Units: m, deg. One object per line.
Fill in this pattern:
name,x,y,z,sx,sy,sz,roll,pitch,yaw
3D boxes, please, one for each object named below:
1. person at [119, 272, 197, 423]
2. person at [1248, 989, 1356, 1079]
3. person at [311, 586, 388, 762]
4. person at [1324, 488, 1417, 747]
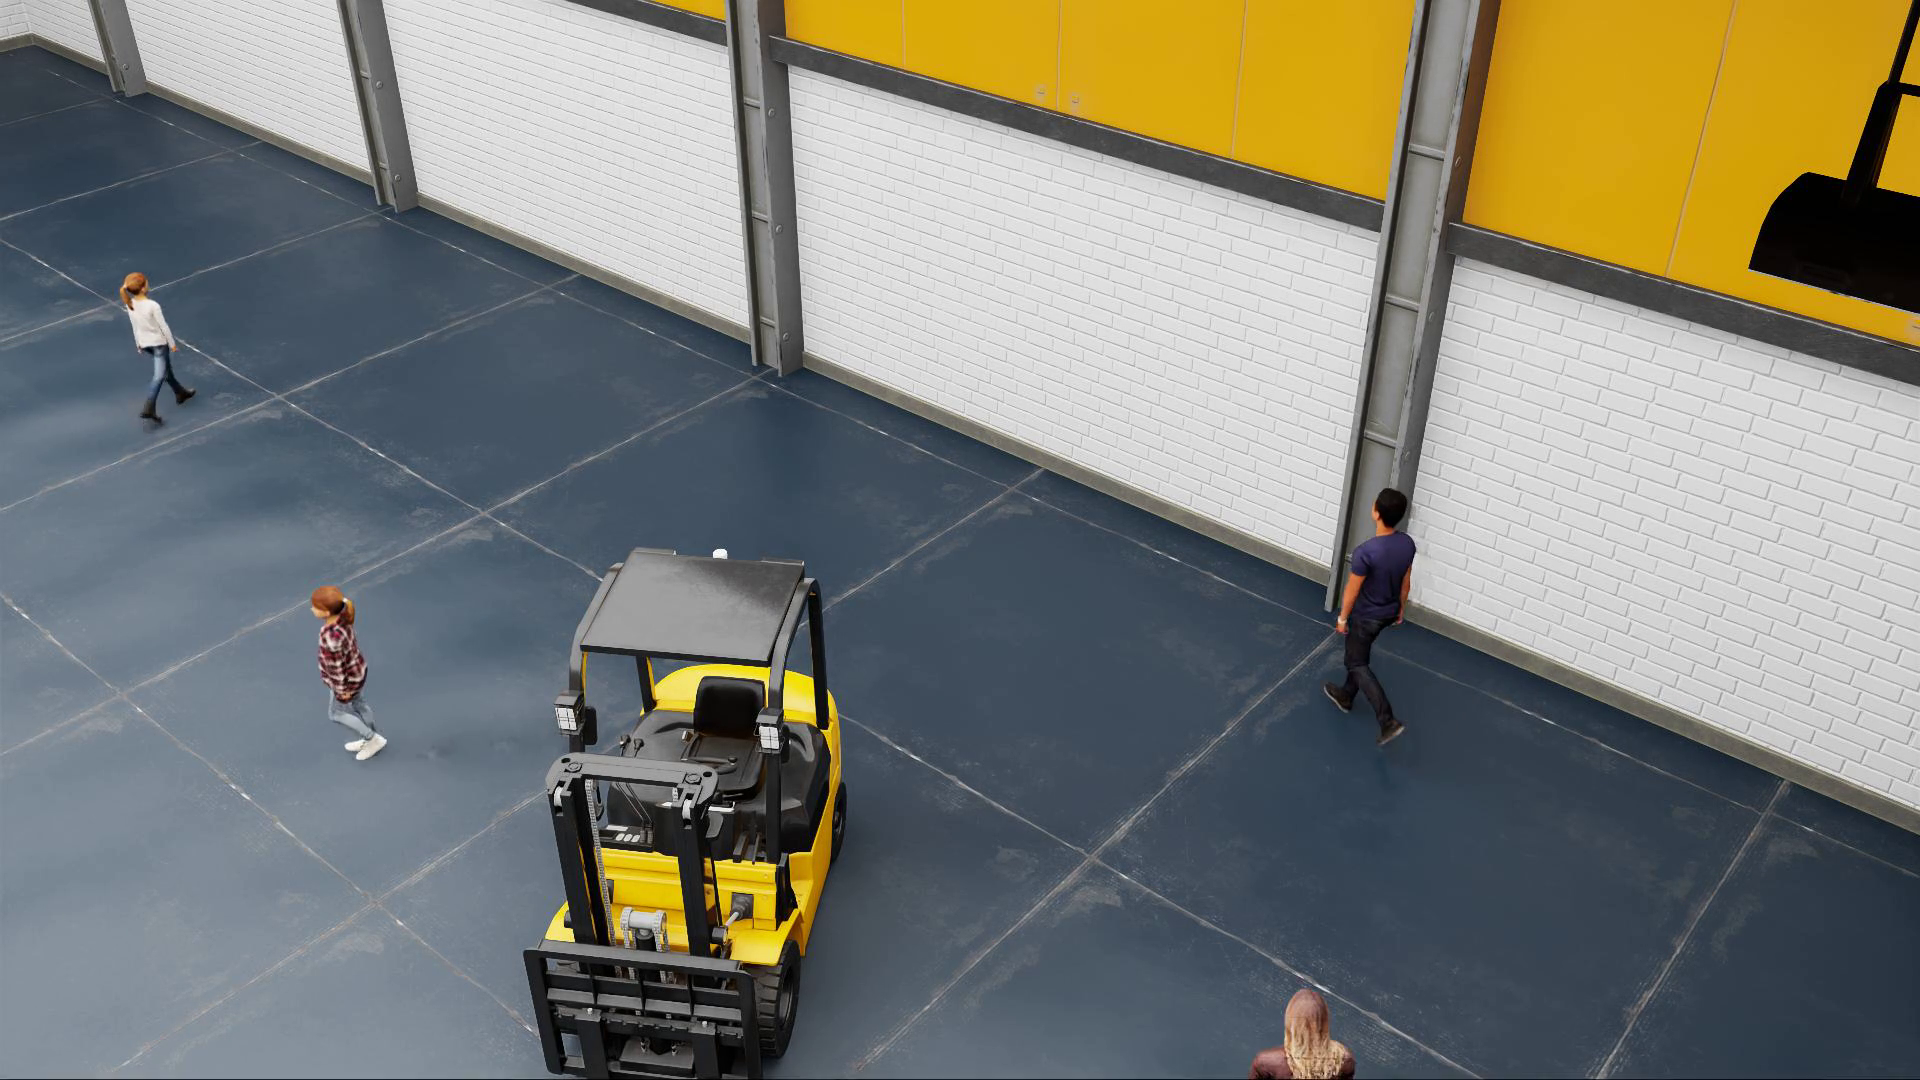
person,-6.939,-1.630,14.233,0.920,1.291,0.789,10,35,14
person,1.491,2.716,7.359,1.057,1.662,1.144,-4,34,-6
person,-3.819,0.836,10.515,0.680,1.299,0.623,-2,34,-3
person,2.668,0.511,10.579,0.884,1.771,1.120,-17,37,-23
